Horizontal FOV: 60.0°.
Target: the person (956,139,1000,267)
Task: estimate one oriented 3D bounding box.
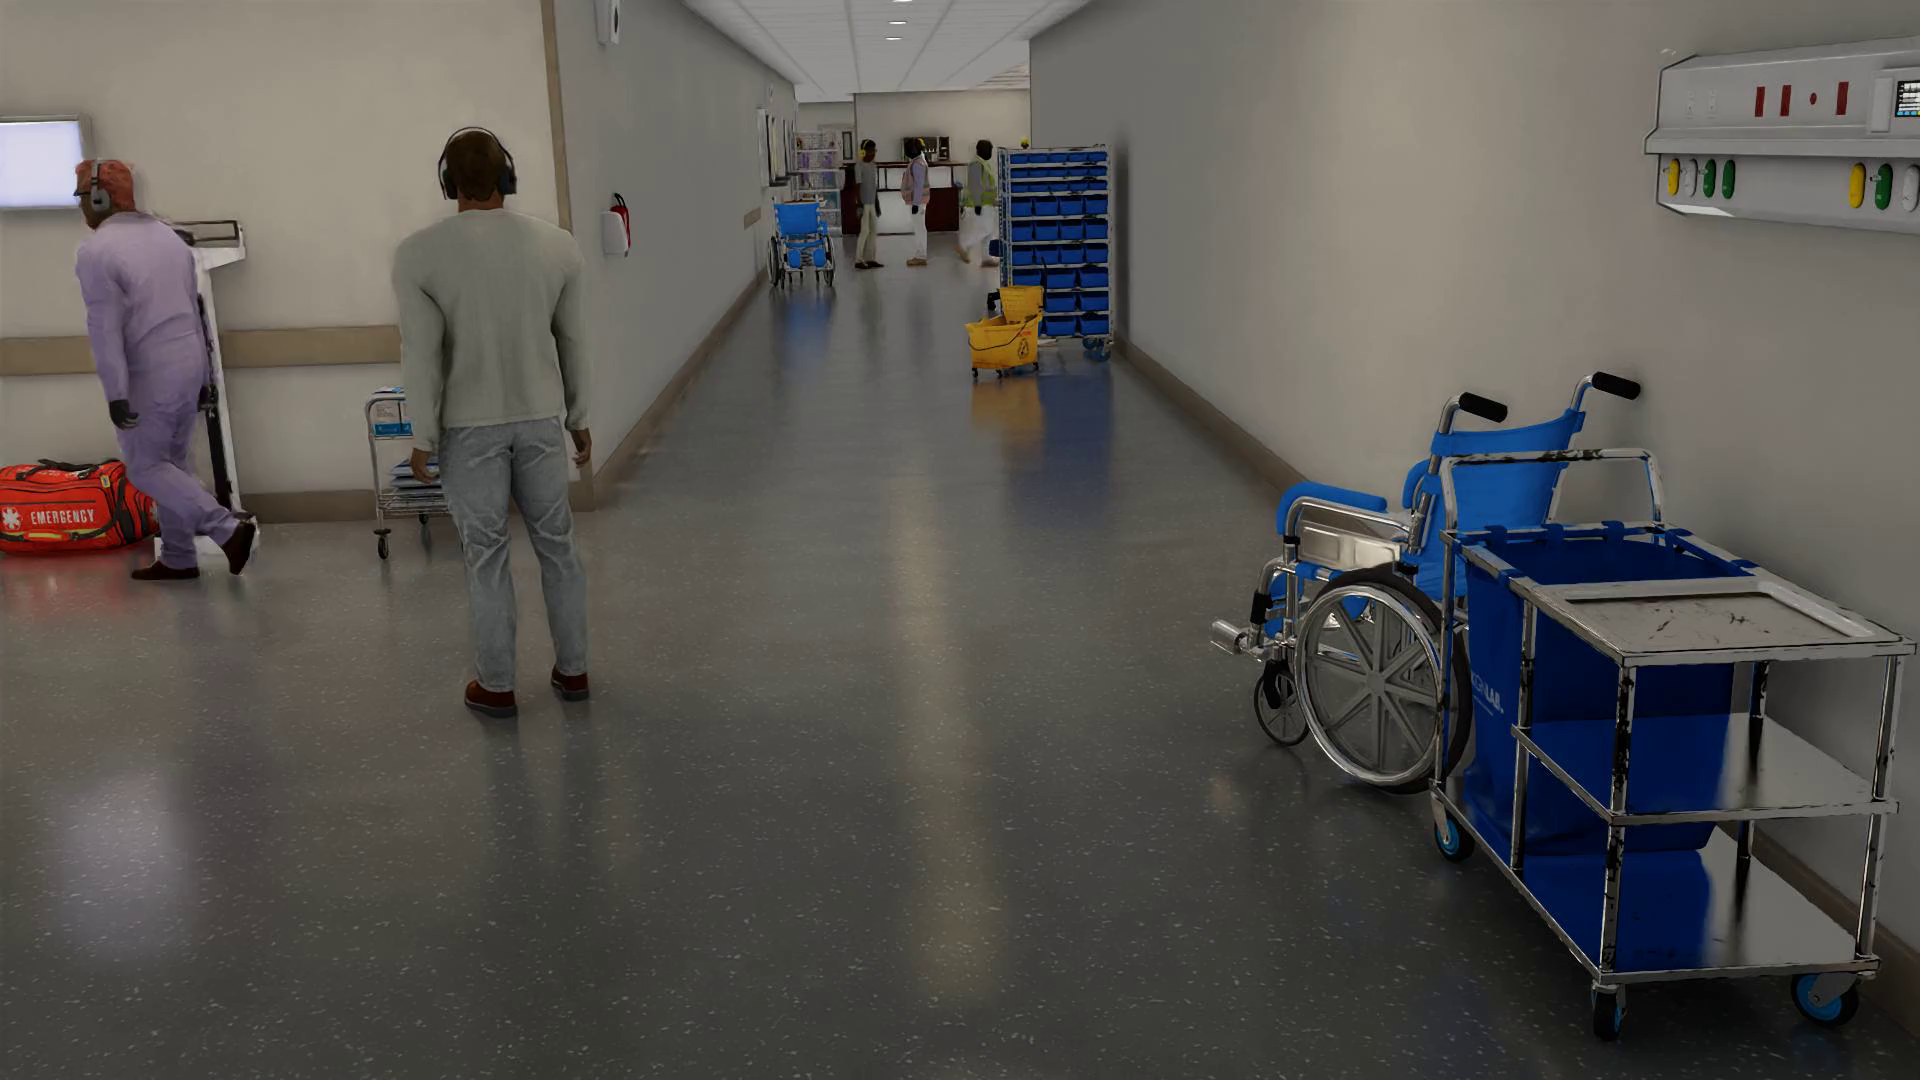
[{"bbox_3d":[0.271,-4.808,23.796,0.542,1.807,0.644,2,14,15],"label":"person"}]

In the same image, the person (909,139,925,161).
[{"bbox_3d":[-0.974,-8.595,39.486,0.403,1.825,0.587,-7,15,-21],"label":"person"}]

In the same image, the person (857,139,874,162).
[{"bbox_3d":[-2.284,-8.877,40.755,0.430,1.842,0.631,-6,14,-17],"label":"person"}]

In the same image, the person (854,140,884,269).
[{"bbox_3d":[-1.331,-4.864,24.152,0.366,1.846,0.531,5,15,27],"label":"person"}]

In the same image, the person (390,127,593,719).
[{"bbox_3d":[-1.515,-0.374,5.515,0.637,1.936,0.355,-10,16,-32],"label":"person"}]

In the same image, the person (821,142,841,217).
[{"bbox_3d":[-3.105,-8.750,40.380,0.678,1.818,0.589,-4,14,-8],"label":"person"}]

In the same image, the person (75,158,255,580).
[{"bbox_3d":[-3.440,-0.705,7.224,0.662,1.884,0.668,1,14,9],"label":"person"}]

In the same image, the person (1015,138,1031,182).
[{"bbox_3d":[1.634,-9.095,41.342,0.527,1.772,0.305,3,14,19],"label":"person"}]

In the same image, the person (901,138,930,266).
[{"bbox_3d":[-0.653,-4.972,24.515,0.429,1.844,0.623,-2,14,-1],"label":"person"}]
